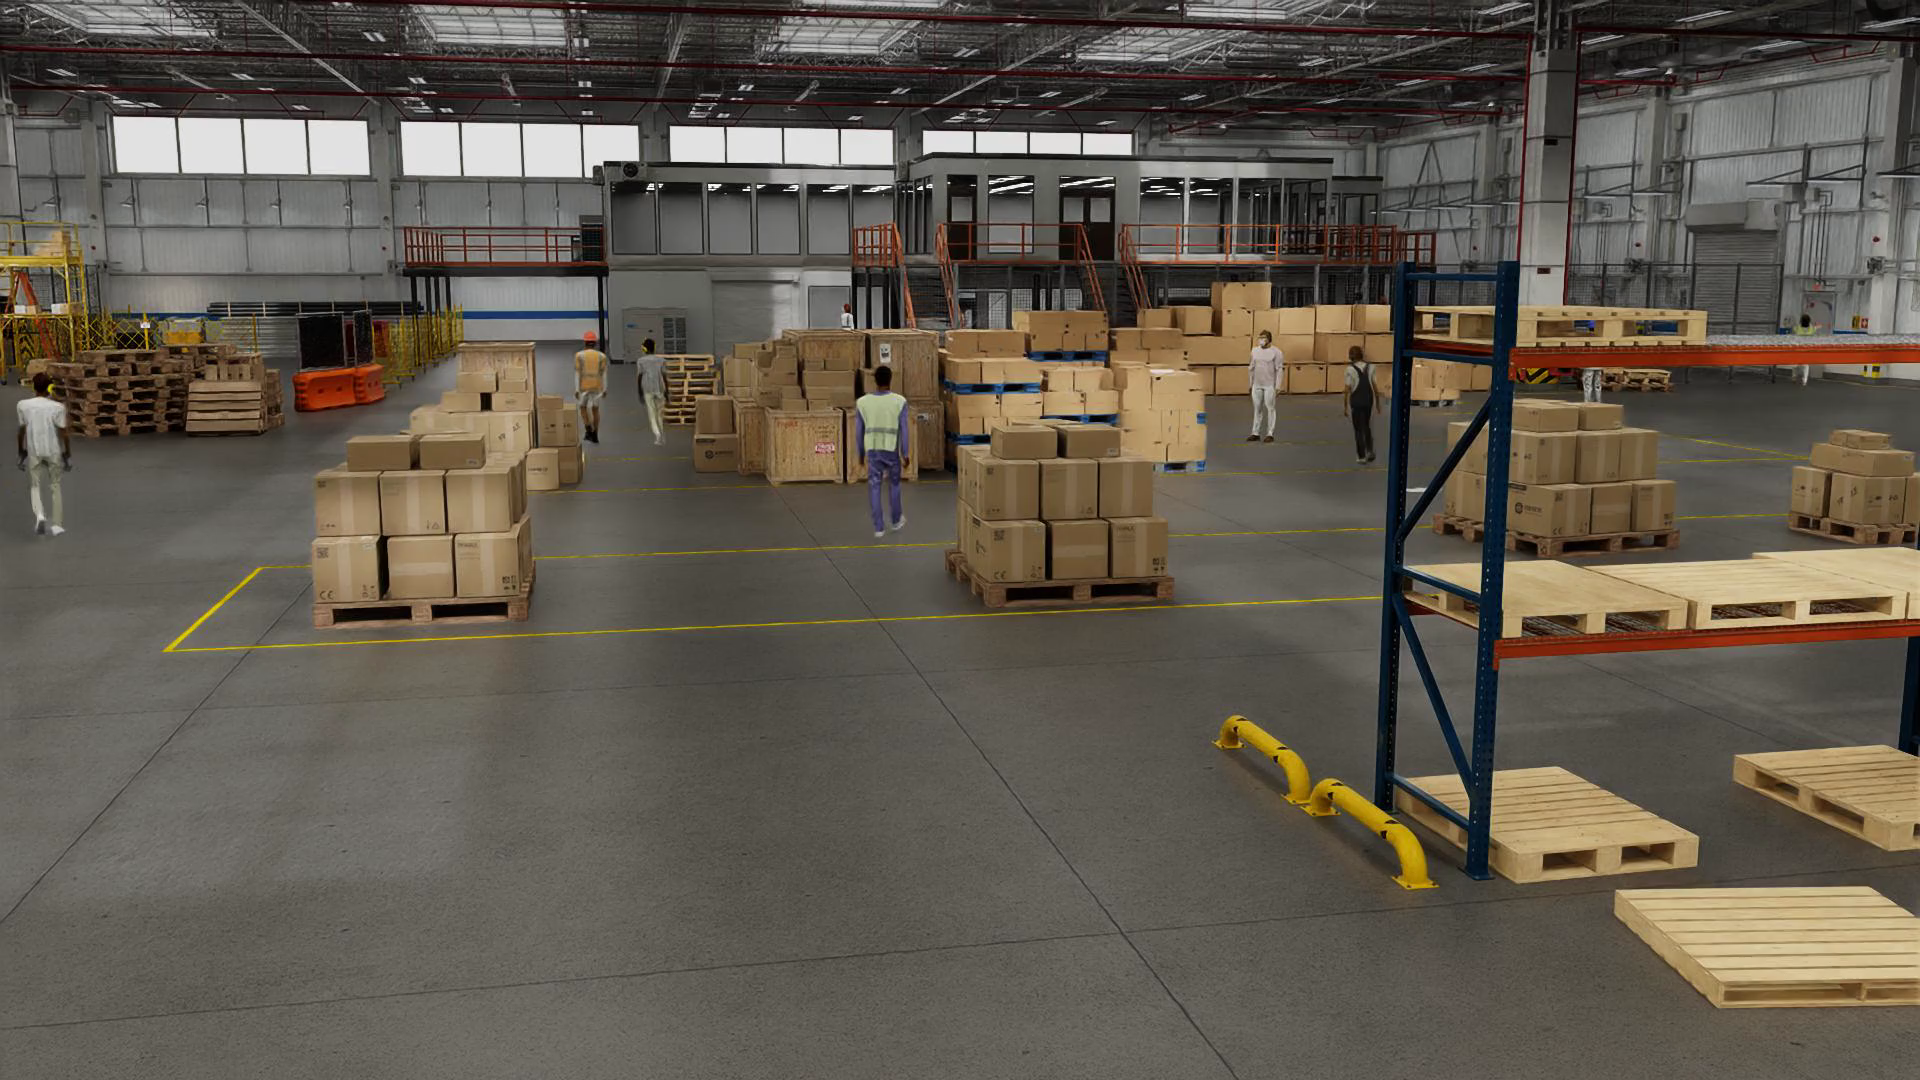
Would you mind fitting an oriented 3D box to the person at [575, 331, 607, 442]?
[{"bbox_3d":[-6.346,-2.633,28.591,0.566,1.916,0.443,-4,10,-24],"label":"person"}]

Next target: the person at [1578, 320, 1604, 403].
[{"bbox_3d":[12.861,-3.510,33.851,0.618,1.946,0.394,-4,10,-22],"label":"person"}]

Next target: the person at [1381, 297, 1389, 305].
[{"bbox_3d":[14.620,-7.423,57.669,0.612,1.962,0.613,6,11,33],"label":"person"}]

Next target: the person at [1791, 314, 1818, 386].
[{"bbox_3d":[21.367,-4.809,42.161,0.639,1.829,0.581,3,10,18],"label":"person"}]

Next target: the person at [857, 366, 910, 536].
[{"bbox_3d":[-0.848,-1.019,18.839,0.620,1.885,0.883,1,9,8],"label":"person"}]

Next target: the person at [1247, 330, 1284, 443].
[{"bbox_3d":[5.242,-2.643,28.598,0.627,1.940,0.375,8,12,40],"label":"person"}]

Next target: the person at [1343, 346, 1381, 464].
[{"bbox_3d":[6.119,-2.055,25.422,0.584,1.806,0.474,-1,9,-9],"label":"person"}]

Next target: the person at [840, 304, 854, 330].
[{"bbox_3d":[-3.442,-6.287,50.980,0.575,1.882,0.355,9,13,42],"label":"person"}]

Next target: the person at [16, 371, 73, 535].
[{"bbox_3d":[-10.209,-0.950,18.532,0.553,1.849,0.573,-3,10,-20],"label":"person"}]

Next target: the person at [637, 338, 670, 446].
[{"bbox_3d":[-5.096,-2.456,27.824,0.545,1.841,0.775,-5,11,-28],"label":"person"}]
